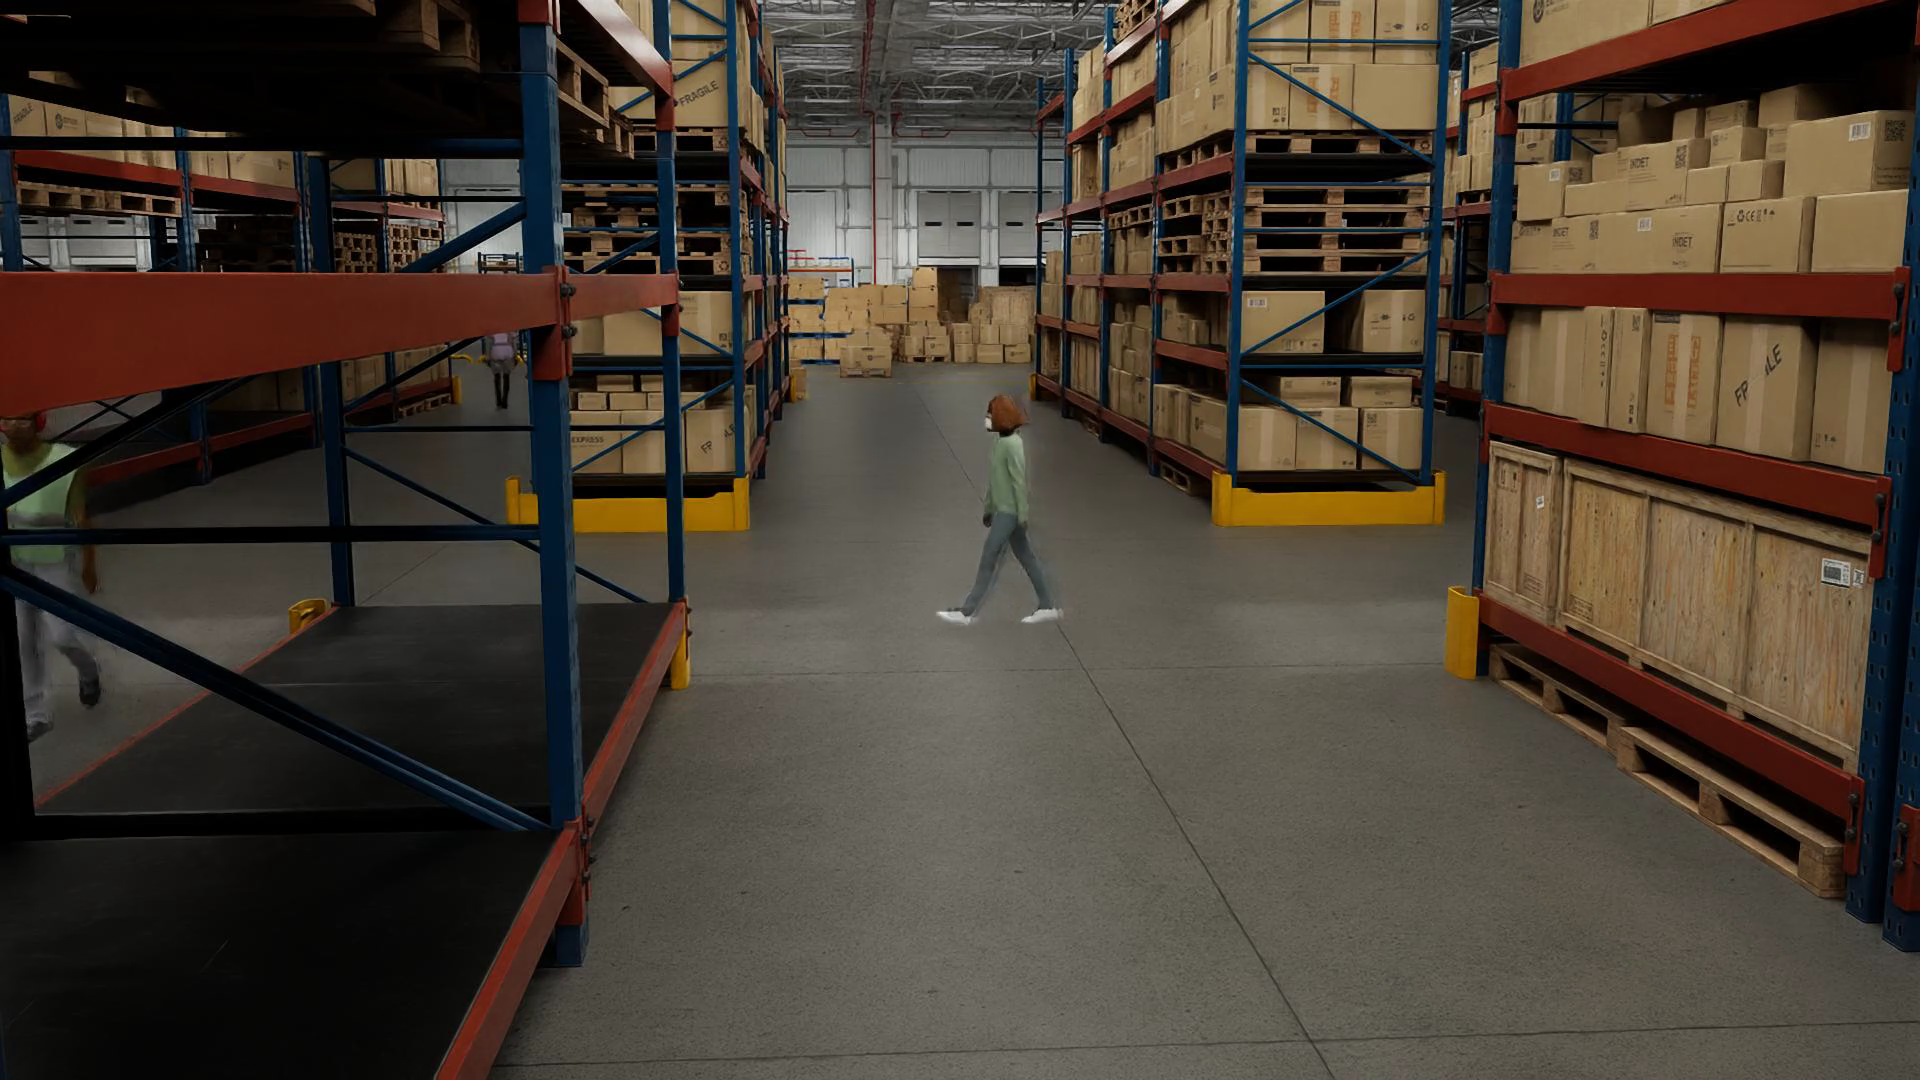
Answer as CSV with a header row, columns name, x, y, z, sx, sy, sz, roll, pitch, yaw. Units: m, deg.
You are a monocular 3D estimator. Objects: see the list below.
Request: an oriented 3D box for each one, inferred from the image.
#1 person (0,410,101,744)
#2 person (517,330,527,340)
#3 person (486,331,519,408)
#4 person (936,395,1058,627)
name,x,y,z,sx,sy,sz,roll,pitch,yaw
person,-4.807,0.120,8.689,0.575,1.827,0.569,-1,9,-7
person,-16.301,-8.451,61.966,0.611,1.995,0.376,-5,10,-28
person,-8.320,-3.363,30.286,0.563,1.900,0.858,-2,9,-13
person,0.282,-0.193,11.370,0.879,1.583,0.519,-1,9,-9
